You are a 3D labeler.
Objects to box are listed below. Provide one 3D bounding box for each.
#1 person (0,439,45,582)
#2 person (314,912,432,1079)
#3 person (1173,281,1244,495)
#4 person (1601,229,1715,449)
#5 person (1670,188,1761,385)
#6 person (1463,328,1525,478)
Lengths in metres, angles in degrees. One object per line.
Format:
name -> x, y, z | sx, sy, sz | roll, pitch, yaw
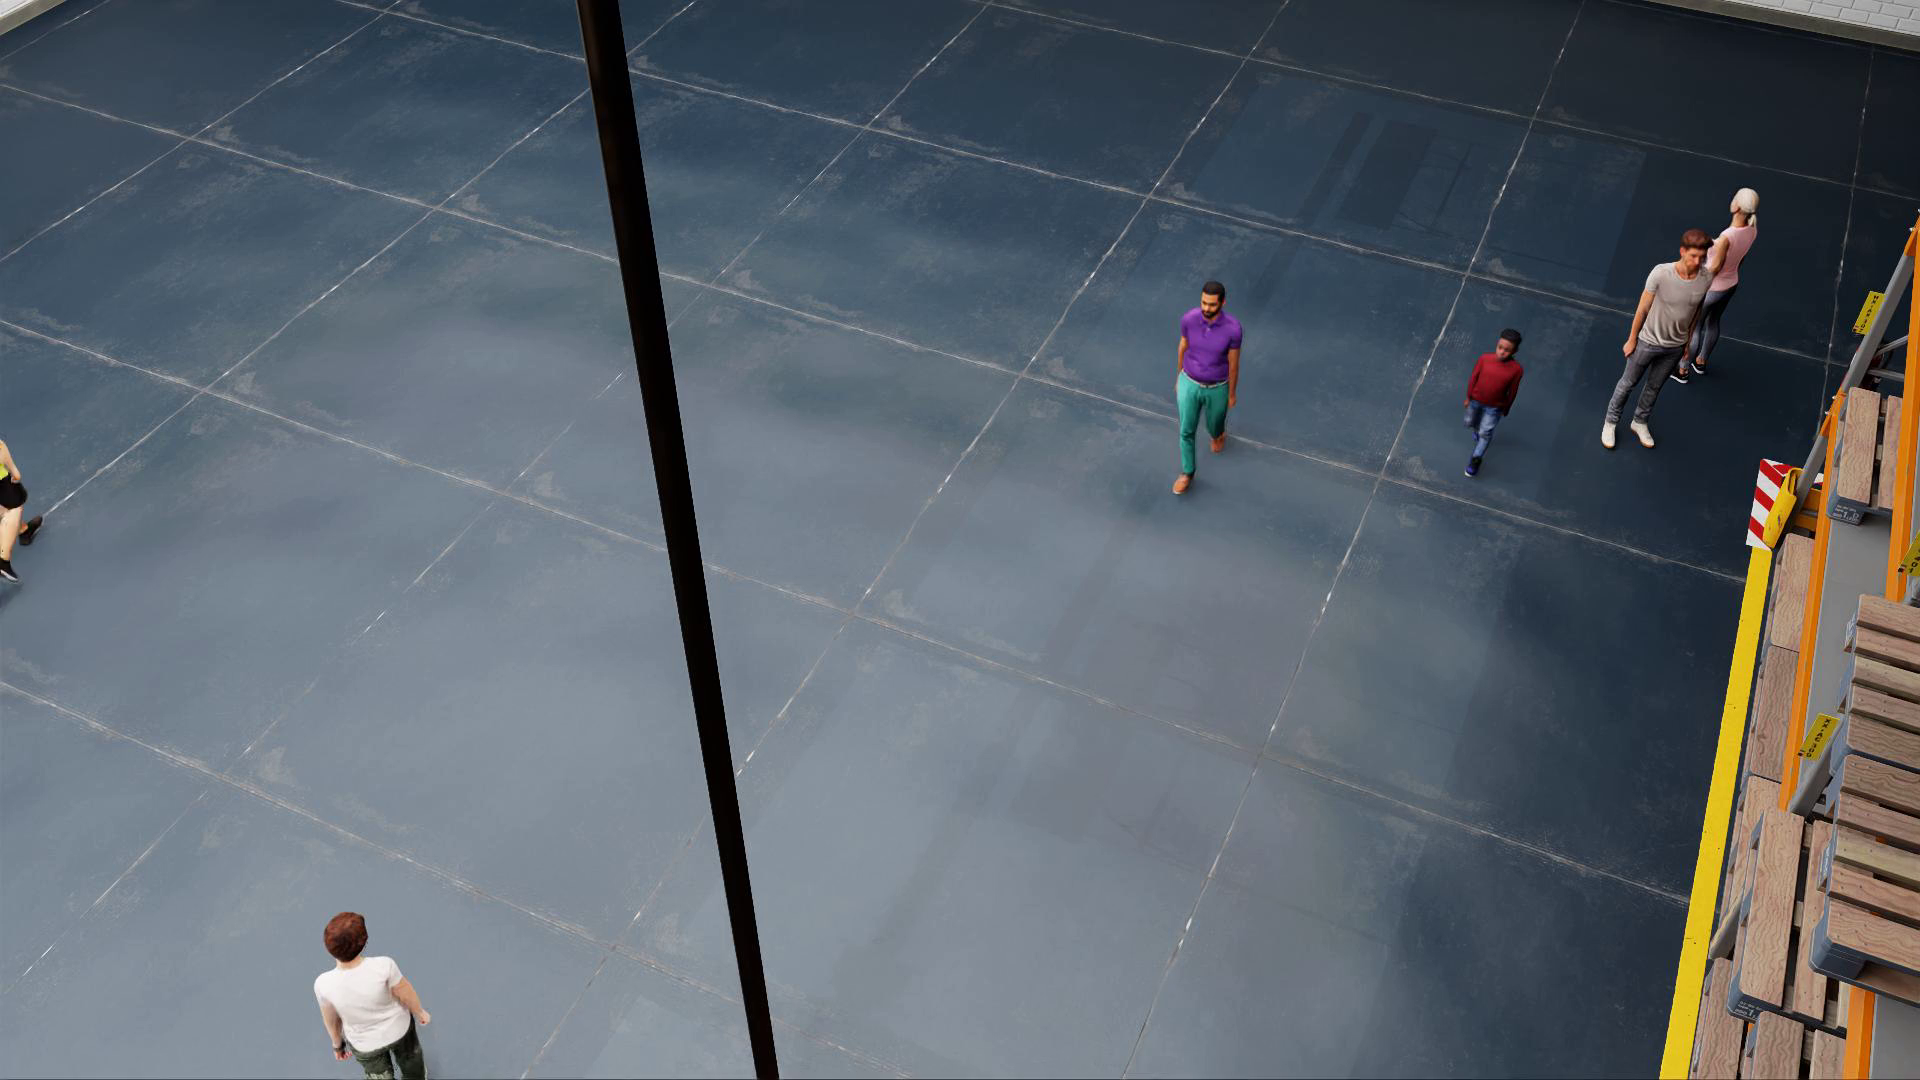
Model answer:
person -> -6.802, -0.457, 11.509 | 0.858, 1.689, 1.094 | 3, 44, 3
person -> -2.918, 2.552, 8.398 | 1.028, 1.624, 1.064 | -16, 46, -17
person -> 1.834, -1.182, 12.228 | 0.656, 1.748, 0.982 | 17, 46, 17
person -> 5.252, -1.517, 12.472 | 0.732, 1.895, 0.719 | -1, 44, -1
person -> 5.971, -2.005, 13.107 | 0.624, 1.726, 0.708 | -21, 48, -21
person -> 3.994, -1.094, 12.502 | 0.567, 1.242, 0.774 | 24, 49, 23
